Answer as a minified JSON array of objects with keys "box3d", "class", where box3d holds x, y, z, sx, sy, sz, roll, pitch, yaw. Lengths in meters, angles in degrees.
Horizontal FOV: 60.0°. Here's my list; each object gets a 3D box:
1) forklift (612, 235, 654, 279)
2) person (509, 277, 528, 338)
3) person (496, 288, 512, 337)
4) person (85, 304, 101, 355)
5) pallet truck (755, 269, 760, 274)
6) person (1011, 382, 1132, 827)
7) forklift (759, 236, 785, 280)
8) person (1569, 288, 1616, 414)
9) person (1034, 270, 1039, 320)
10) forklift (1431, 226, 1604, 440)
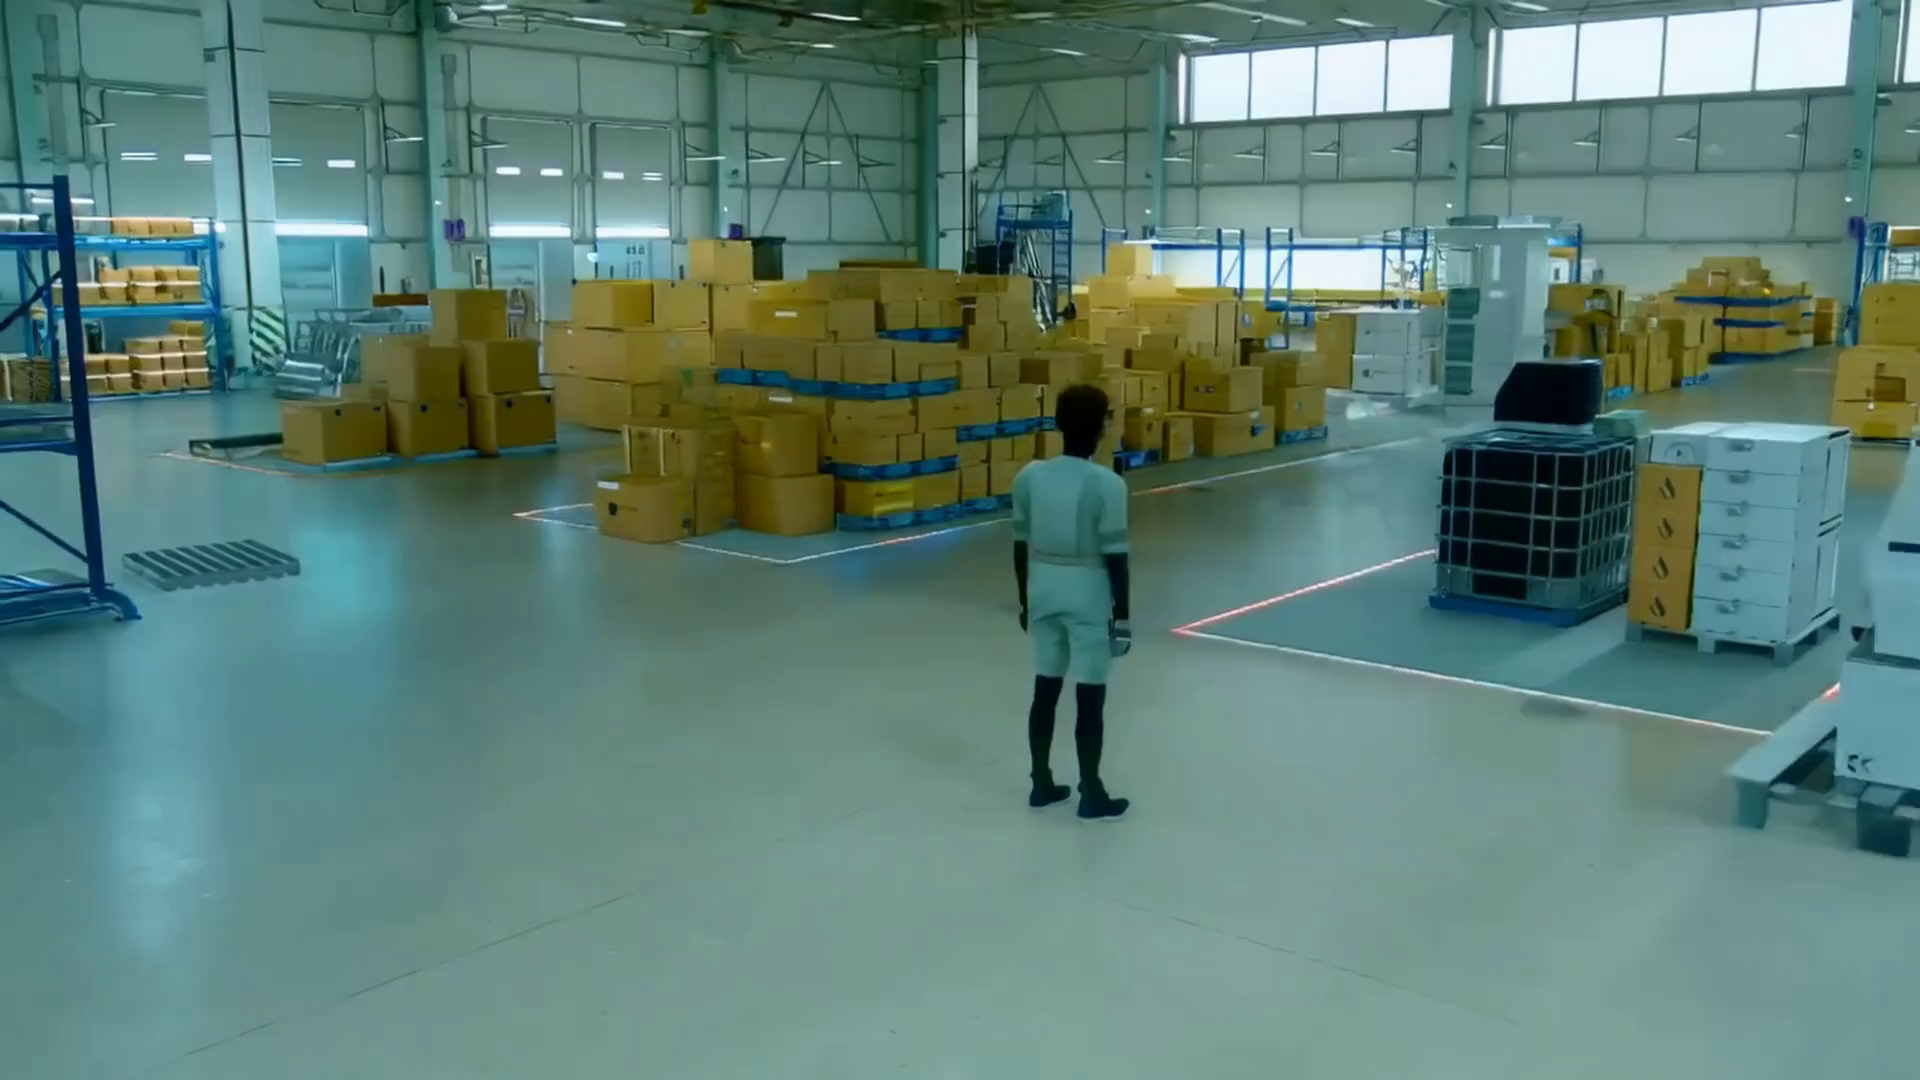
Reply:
[{"box3d":[-7.300,-5.450,37.421,1.873,2.768,1.129,8,13,40],"class":"forklift"},{"box3d":[-10.319,-5.223,38.960,0.584,1.883,0.337,8,13,40],"class":"person"},{"box3d":[-7.120,-2.915,25.671,0.635,1.937,0.352,8,13,40],"class":"person"},{"box3d":[-18.689,-4.545,35.870,0.528,1.626,0.345,8,13,38],"class":"person"},{"box3d":[-4.996,-6.432,45.525,1.885,1.965,0.823,-6,12,-32],"class":"pallet truck"},{"box3d":[0.511,0.282,7.390,0.613,1.961,0.368,8,13,40],"class":"person"},{"box3d":[-4.495,-5.911,40.049,1.873,2.768,1.129,2,10,13],"class":"forklift"},{"box3d":[8.792,-2.493,23.108,0.622,1.992,0.396,8,13,40],"class":"person"},{"box3d":[2.100,-6.924,48.497,0.551,1.934,0.373,8,13,40],"class":"person"},{"box3d":[7.339,-2.688,21.696,1.873,2.768,1.129,8,13,40],"class":"forklift"}]
